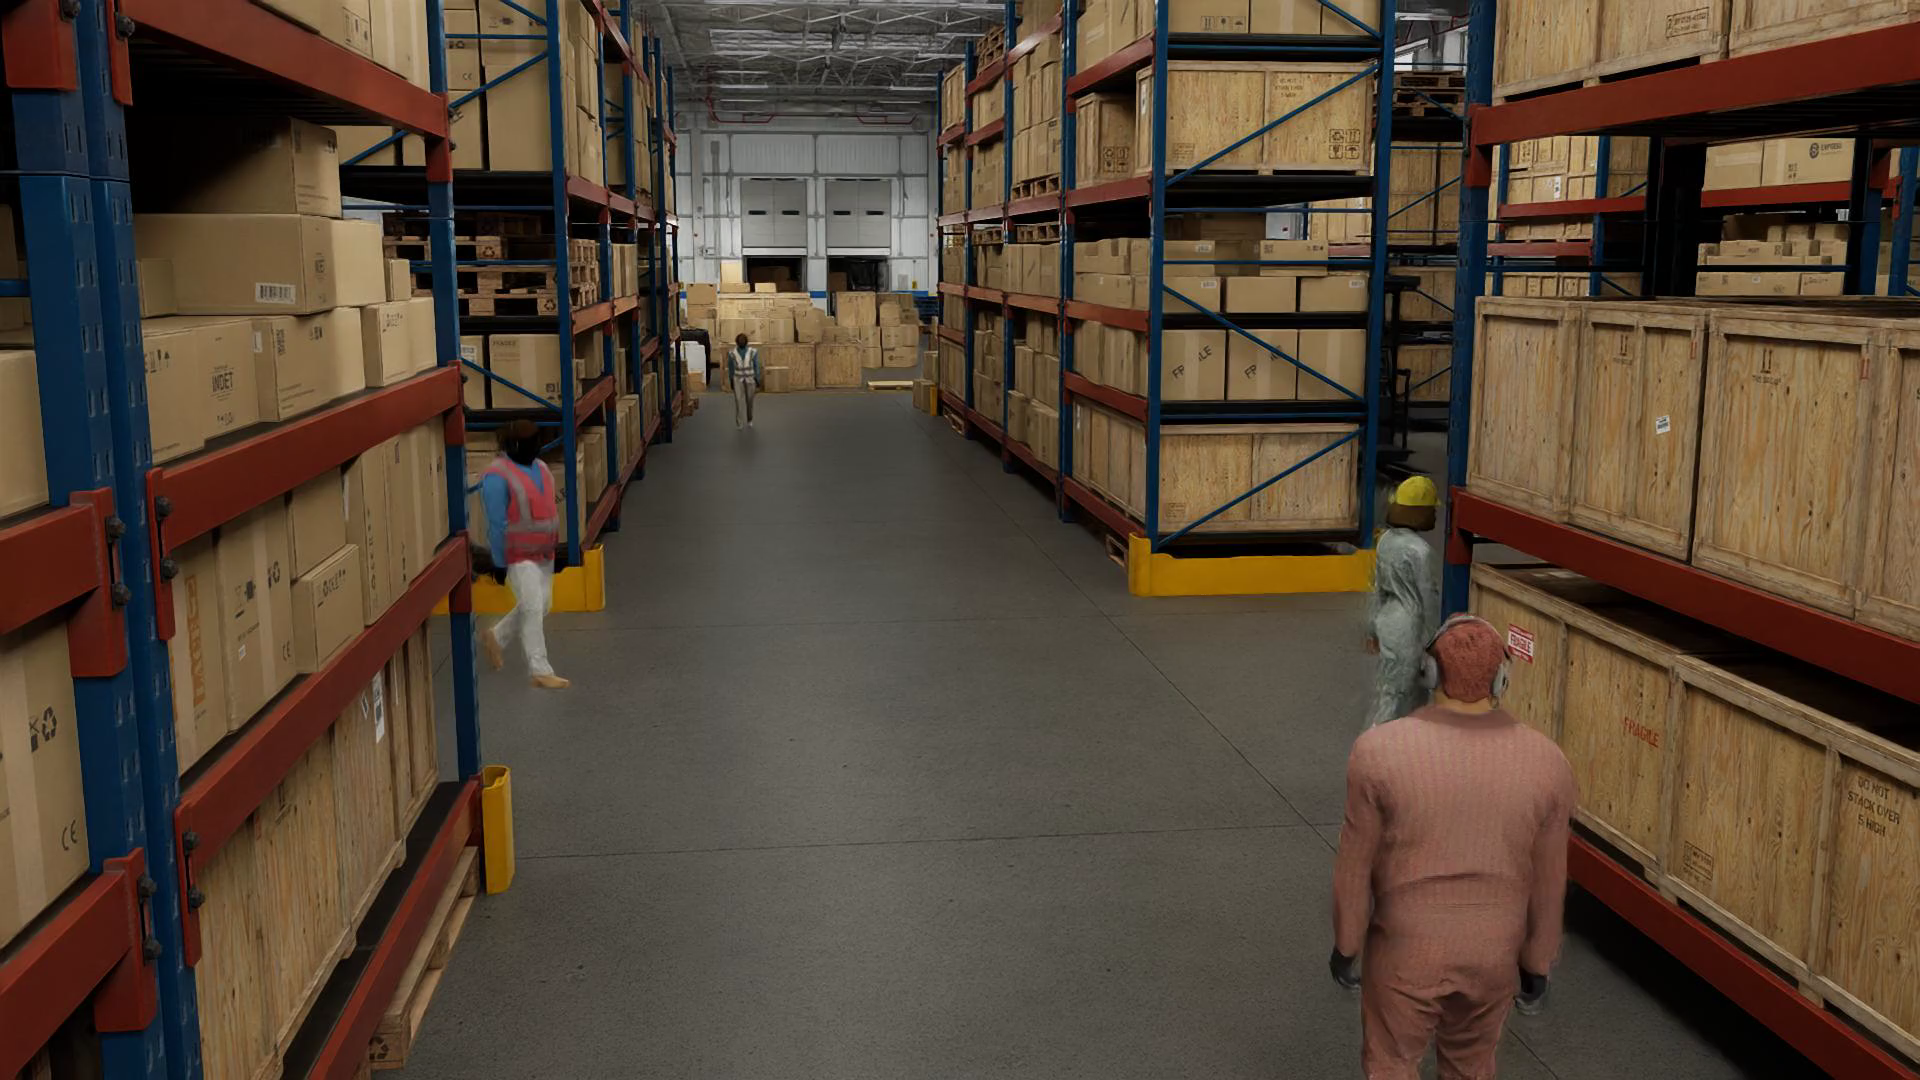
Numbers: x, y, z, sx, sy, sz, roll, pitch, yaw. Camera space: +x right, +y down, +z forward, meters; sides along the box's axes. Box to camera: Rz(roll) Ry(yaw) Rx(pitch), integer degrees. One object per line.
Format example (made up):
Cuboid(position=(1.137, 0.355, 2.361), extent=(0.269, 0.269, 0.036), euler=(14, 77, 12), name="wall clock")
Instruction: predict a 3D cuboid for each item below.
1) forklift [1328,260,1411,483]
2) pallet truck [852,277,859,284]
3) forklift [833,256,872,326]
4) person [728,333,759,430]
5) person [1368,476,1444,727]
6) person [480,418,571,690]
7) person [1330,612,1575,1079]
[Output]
Cuboid(position=(4.983, -2.219, 21.485), extent=(1.129, 2.768, 1.873), euler=(-1, 10, -7), name="forklift")
Cuboid(position=(-3.782, -9.391, 65.808), extent=(1.885, 1.965, 0.823), euler=(2, 10, 10), name="pallet truck")
Cuboid(position=(-3.422, -8.176, 56.164), extent=(1.129, 2.768, 1.873), euler=(-7, 12, -35), name="forklift")
Cuboid(position=(-3.601, -2.657, 27.741), extent=(0.514, 1.606, 0.810), euler=(-1, 10, -6), name="person")
Cuboid(position=(2.435, 0.518, 8.929), extent=(0.622, 1.724, 0.497), euler=(-1, 10, -7), name="person")
Cuboid(position=(-2.968, 0.084, 11.168), extent=(0.733, 1.822, 0.631), euler=(4, 10, 21), name="person")
Cuboid(position=(1.394, 1.155, 4.715), extent=(0.650, 1.892, 0.675), euler=(0, 10, 0), name="person")
